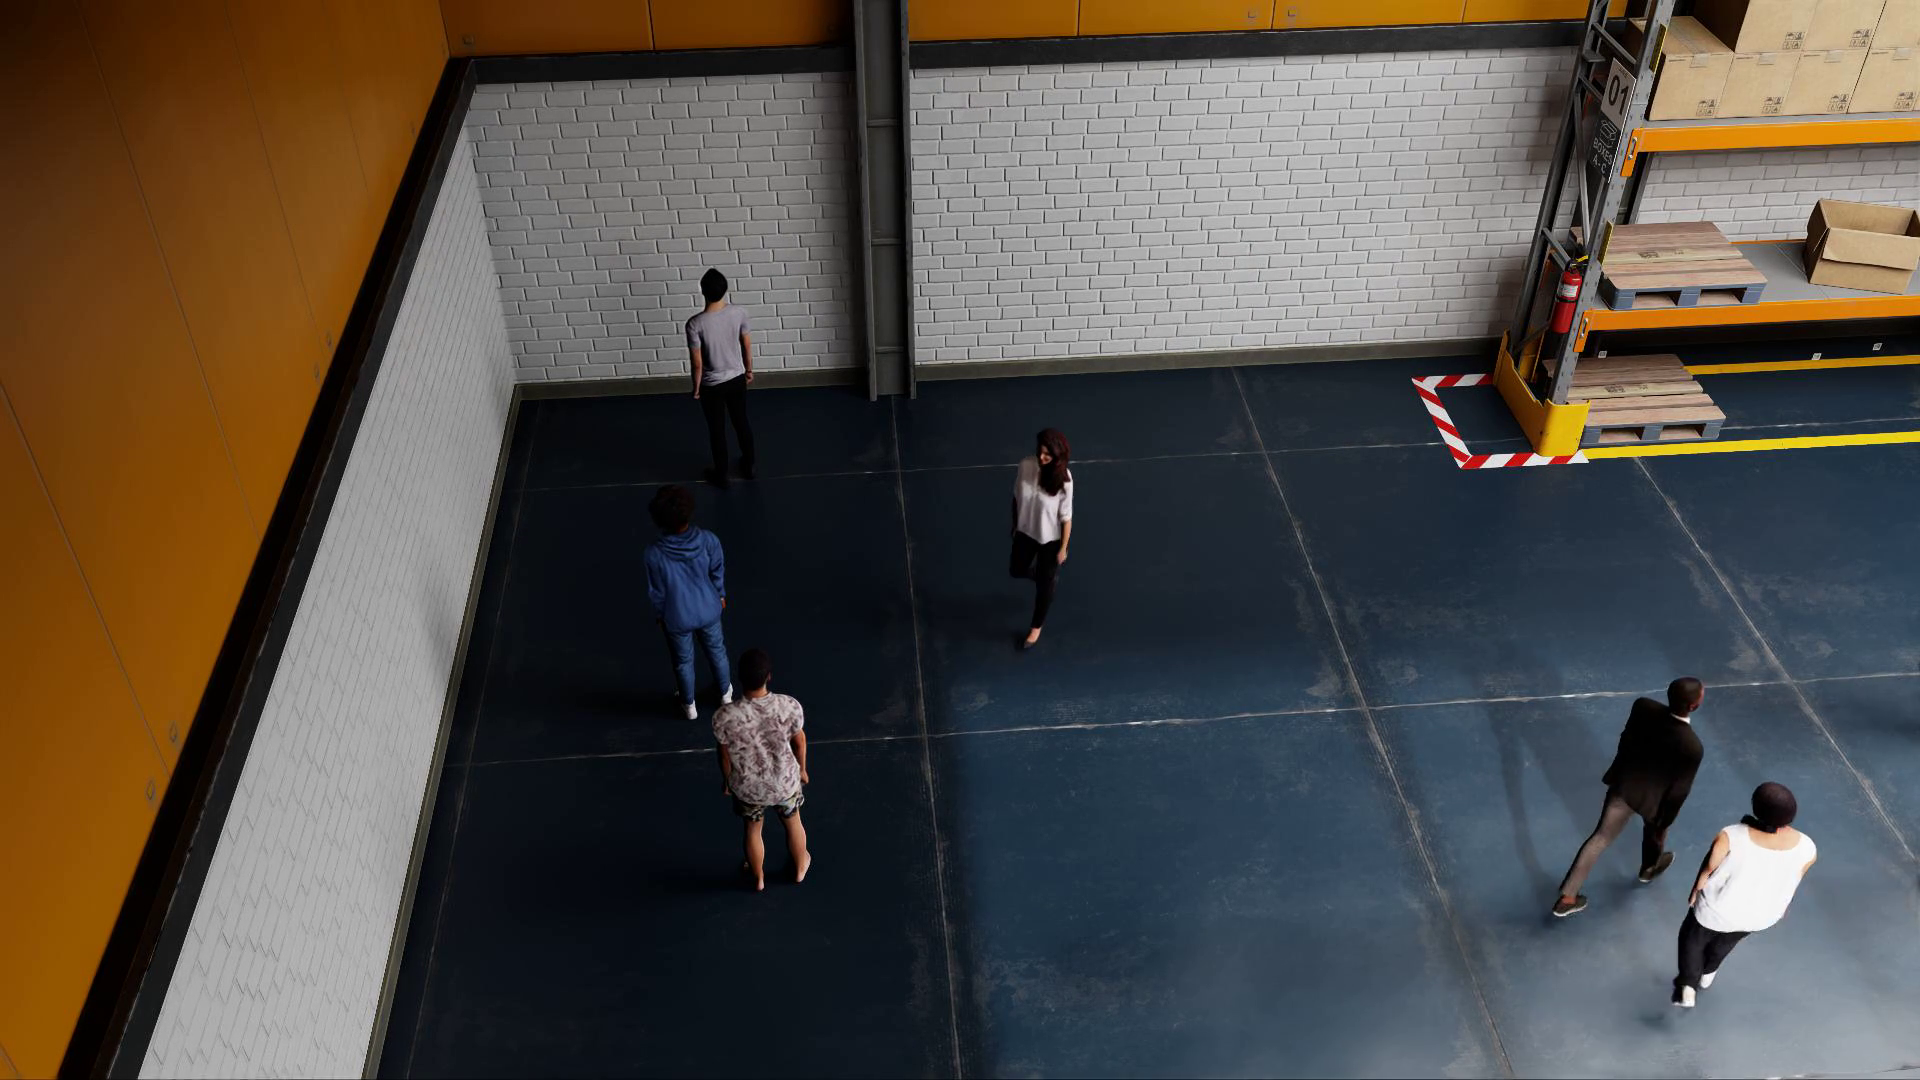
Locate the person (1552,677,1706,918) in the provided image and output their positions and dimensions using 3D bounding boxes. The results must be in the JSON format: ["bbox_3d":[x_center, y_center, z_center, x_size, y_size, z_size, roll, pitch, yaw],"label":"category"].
[{"bbox_3d":[3.809,1.493,9.449,1.300,1.751,1.041,-21,43,-24],"label":"person"}]

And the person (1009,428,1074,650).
[{"bbox_3d":[0.591,-0.060,11.369,0.881,1.781,0.928,24,44,27],"label":"person"}]

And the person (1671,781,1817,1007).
[{"bbox_3d":[4.172,1.949,8.947,0.929,1.665,0.915,12,40,15],"label":"person"}]

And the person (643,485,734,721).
[{"bbox_3d":[-1.746,0.419,10.752,0.605,1.803,0.789,-13,40,-16],"label":"person"}]

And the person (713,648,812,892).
[{"bbox_3d":[-1.121,1.341,9.587,0.540,1.816,0.749,-8,39,-10],"label":"person"}]

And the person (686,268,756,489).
[{"bbox_3d":[-1.820,-1.227,12.764,0.655,1.863,0.798,-21,43,-24],"label":"person"}]
